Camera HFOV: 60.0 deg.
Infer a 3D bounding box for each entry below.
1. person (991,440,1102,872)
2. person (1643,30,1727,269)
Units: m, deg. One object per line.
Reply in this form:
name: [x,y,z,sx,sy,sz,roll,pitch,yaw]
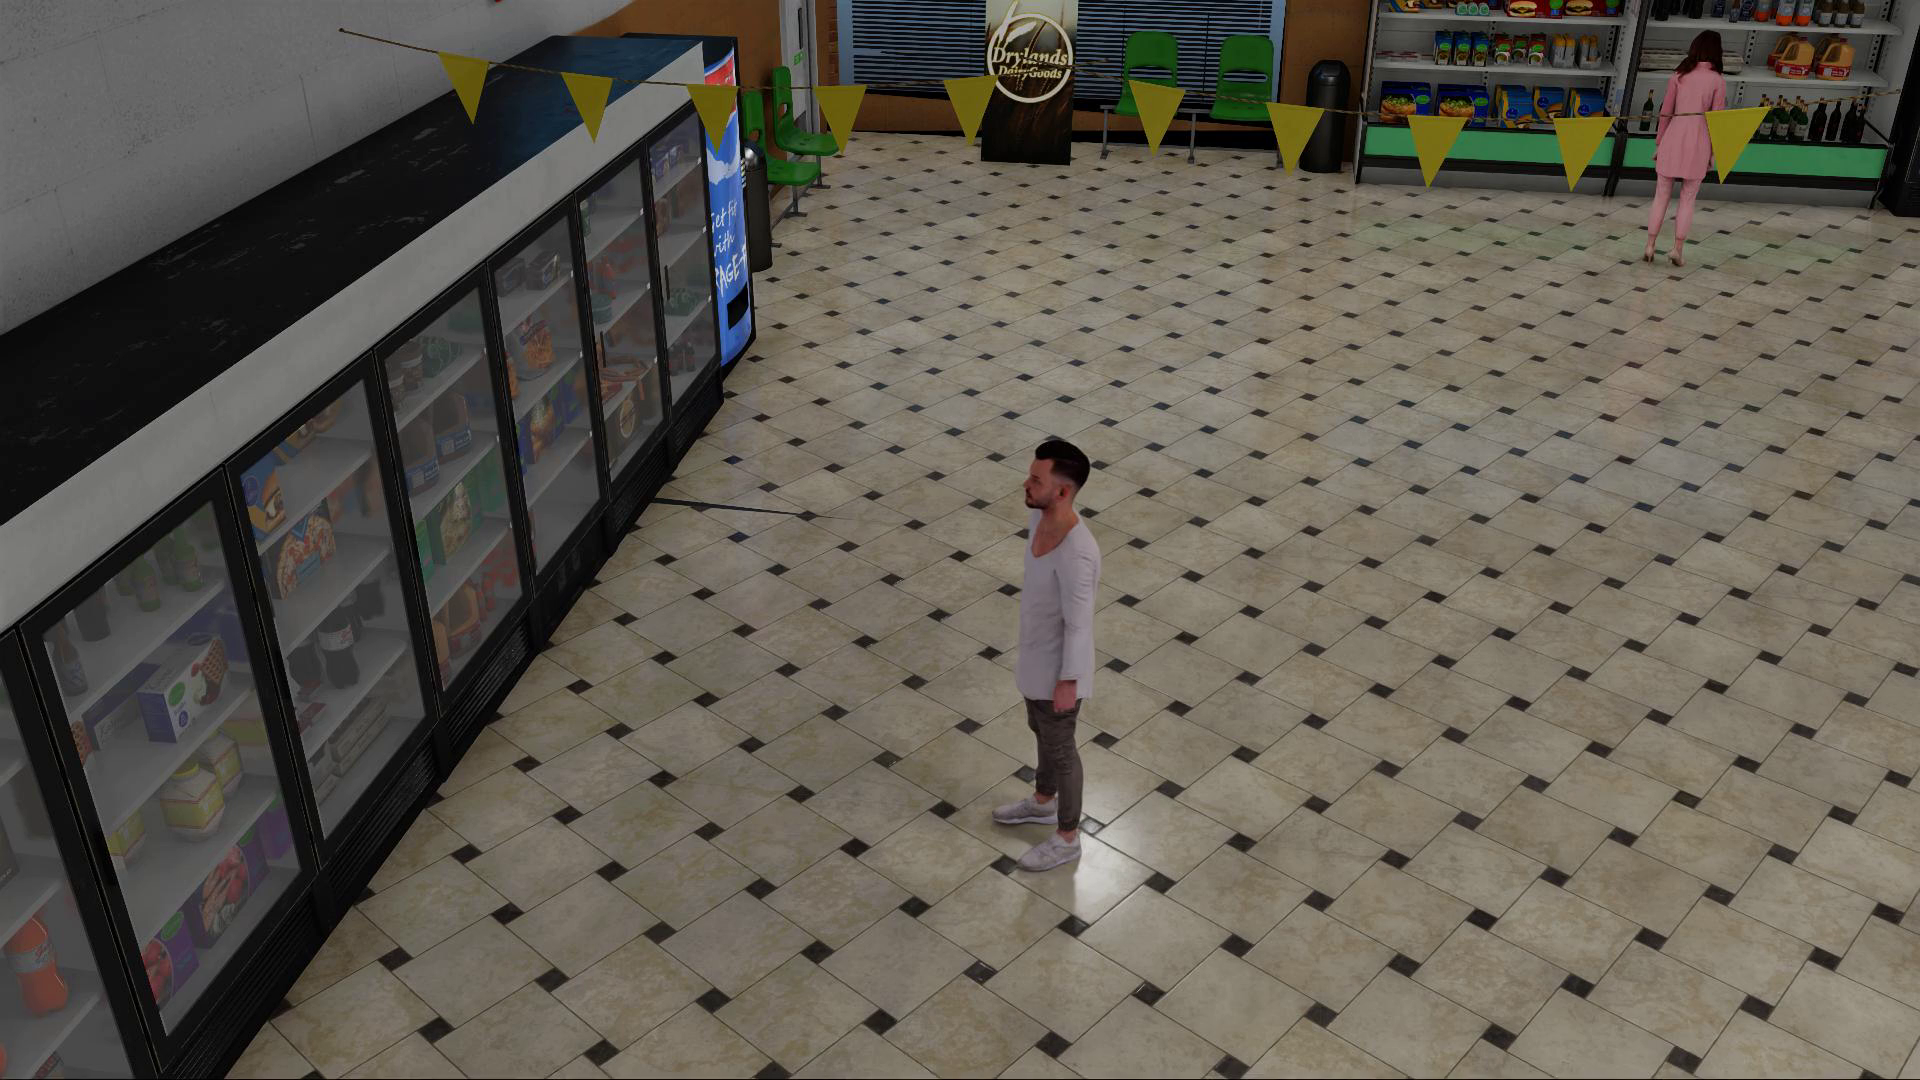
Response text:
person: [0.366,0.439,6.445,0.720,1.840,0.744,-7,29,-13]
person: [5.551,-2.984,12.753,0.584,1.802,0.743,16,33,27]
